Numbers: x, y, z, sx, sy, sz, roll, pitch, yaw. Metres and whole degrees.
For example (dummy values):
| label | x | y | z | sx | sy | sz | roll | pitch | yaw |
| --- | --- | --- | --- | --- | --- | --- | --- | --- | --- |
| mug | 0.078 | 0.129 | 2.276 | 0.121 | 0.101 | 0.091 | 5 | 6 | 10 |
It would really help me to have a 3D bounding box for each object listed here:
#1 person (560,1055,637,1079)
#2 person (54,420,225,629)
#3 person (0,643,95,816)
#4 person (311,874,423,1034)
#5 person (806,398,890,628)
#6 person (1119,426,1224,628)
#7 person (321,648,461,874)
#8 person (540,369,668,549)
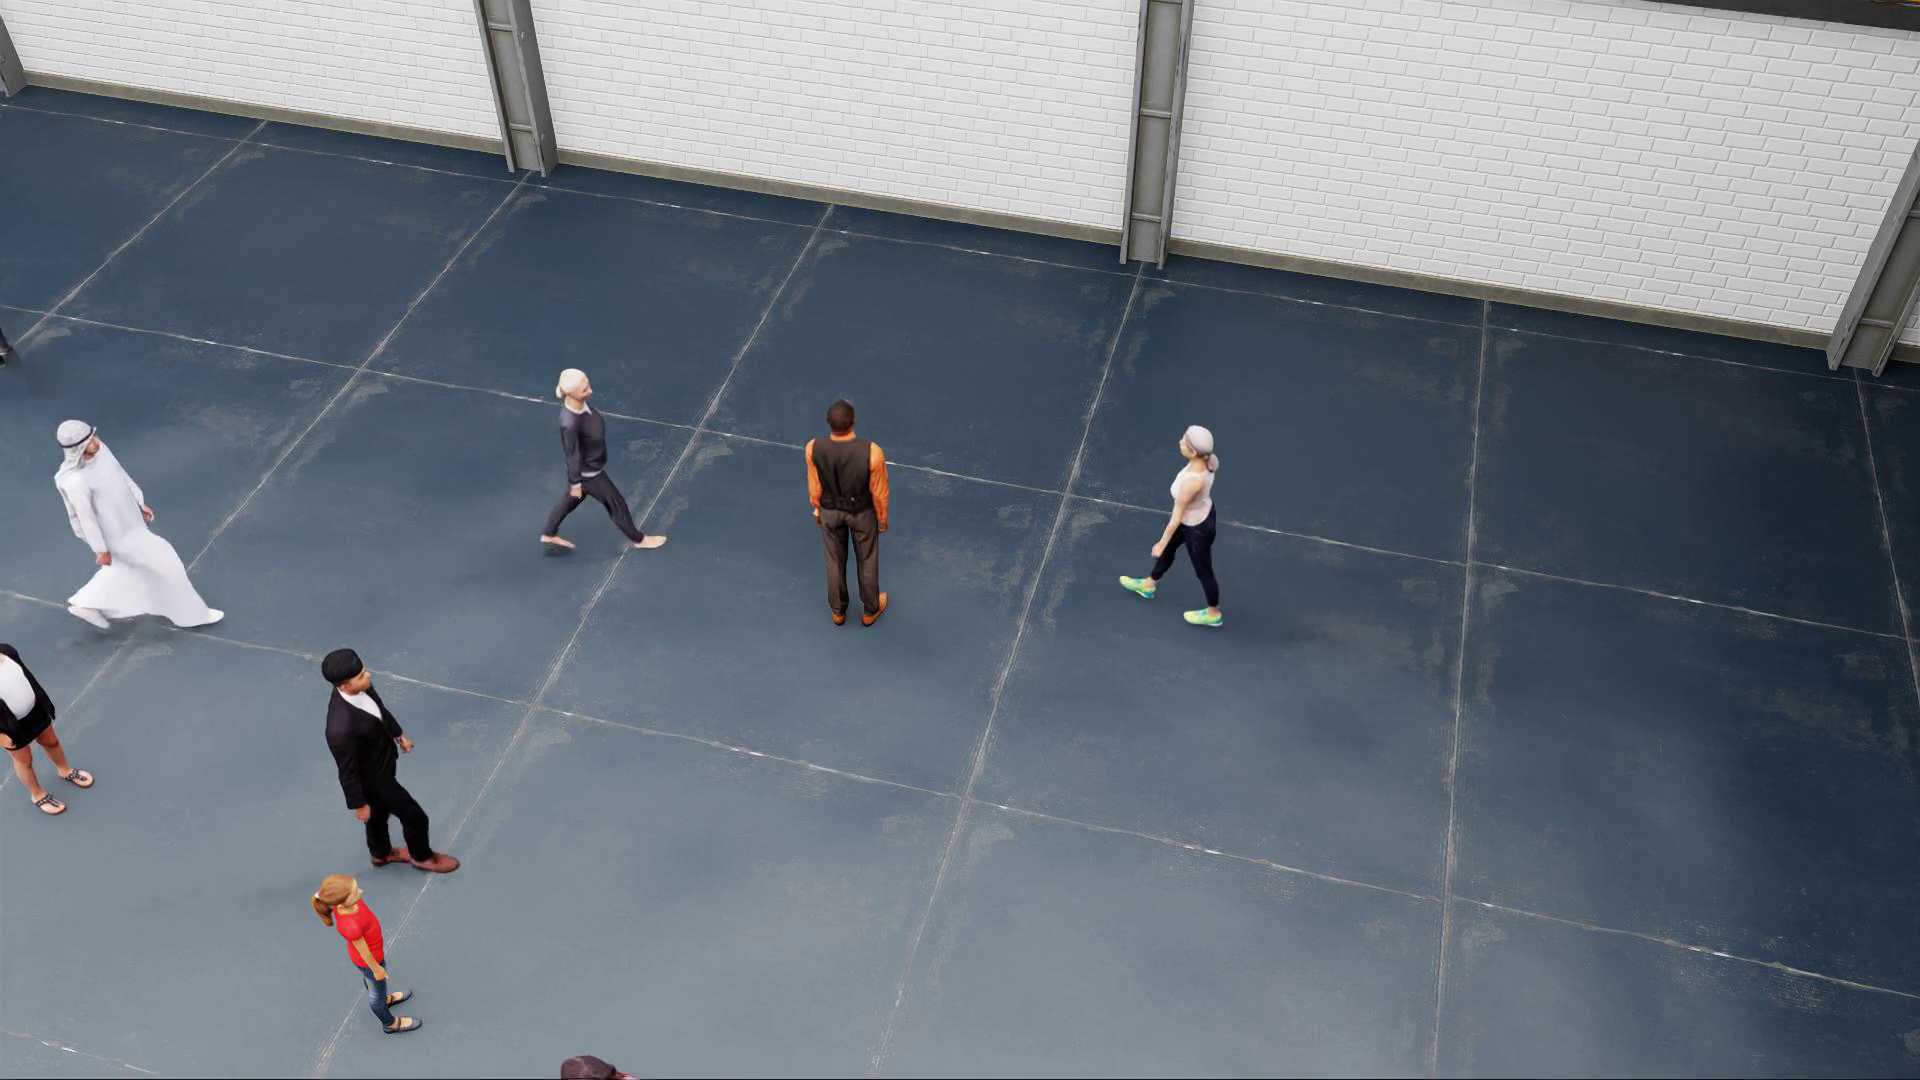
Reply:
| label | x | y | z | sx | sy | sz | roll | pitch | yaw |
| --- | --- | --- | --- | --- | --- | --- | --- | --- | --- |
| person | -1.611 | 3.006 | 8.021 | 0.885 | 1.585 | 0.961 | -22 | 48 | -22 |
| person | -5.667 | -0.050 | 11.010 | 1.287 | 1.885 | 1.036 | -9 | 44 | -9 |
| person | -5.743 | 1.044 | 10.103 | 0.583 | 1.553 | 0.569 | 19 | 47 | 19 |
| person | -3.233 | 2.231 | 9.033 | 0.629 | 1.311 | 0.574 | -18 | 46 | -18 |
| person | -0.744 | -0.173 | 11.123 | 0.591 | 1.909 | 0.782 | 4 | 44 | 5 |
| person | 1.665 | -0.043 | 11.159 | 0.999 | 1.671 | 0.641 | 11 | 45 | 12 |
| person | -3.483 | 1.317 | 9.594 | 0.927 | 1.860 | 0.877 | -5 | 44 | -6 |
| person | -2.704 | -0.521 | 11.649 | 1.225 | 1.687 | 0.924 | -5 | 44 | -5 |
